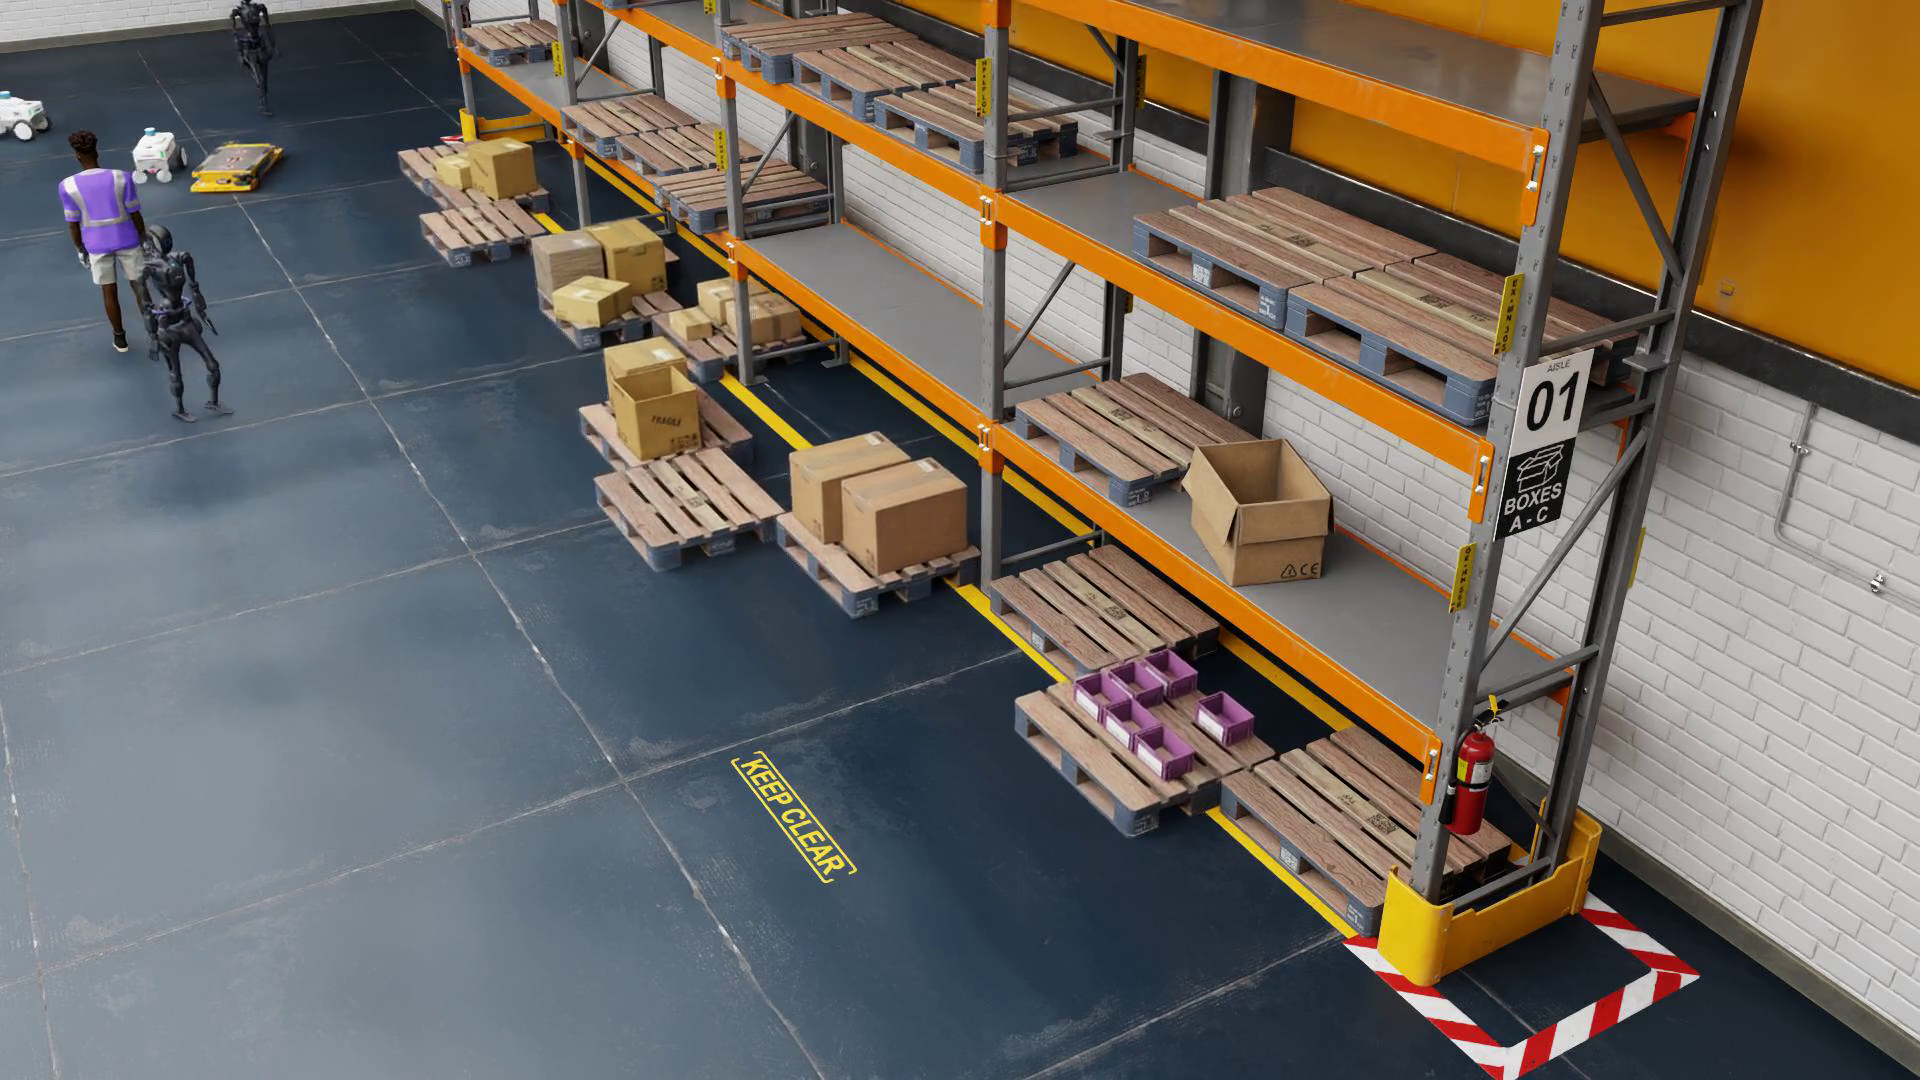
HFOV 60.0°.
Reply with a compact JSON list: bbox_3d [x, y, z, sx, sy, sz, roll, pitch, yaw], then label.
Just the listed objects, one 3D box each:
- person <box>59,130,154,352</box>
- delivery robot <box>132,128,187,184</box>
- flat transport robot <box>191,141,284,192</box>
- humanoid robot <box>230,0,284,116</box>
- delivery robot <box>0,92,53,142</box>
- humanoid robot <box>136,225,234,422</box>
[{"bbox_3d":[-7.397,-2.591,14.496,0.602,1.958,0.377,-14,32,-23],"label":"person"},{"bbox_3d":[-9.304,-4.460,19.216,0.529,0.594,0.766,-7,30,-11],"label":"delivery robot"},{"bbox_3d":[-8.371,-4.329,19.275,0.659,0.231,1.431,-3,30,-5],"label":"flat transport robot"},{"bbox_3d":[-8.998,-6.286,21.324,0.722,1.633,0.600,21,36,32],"label":"humanoid robot"},{"bbox_3d":[-11.725,-5.243,20.607,0.794,0.603,0.499,1,30,1],"label":"delivery robot"},{"bbox_3d":[-6.230,-1.715,13.227,0.448,1.645,0.609,13,32,22],"label":"humanoid robot"}]
